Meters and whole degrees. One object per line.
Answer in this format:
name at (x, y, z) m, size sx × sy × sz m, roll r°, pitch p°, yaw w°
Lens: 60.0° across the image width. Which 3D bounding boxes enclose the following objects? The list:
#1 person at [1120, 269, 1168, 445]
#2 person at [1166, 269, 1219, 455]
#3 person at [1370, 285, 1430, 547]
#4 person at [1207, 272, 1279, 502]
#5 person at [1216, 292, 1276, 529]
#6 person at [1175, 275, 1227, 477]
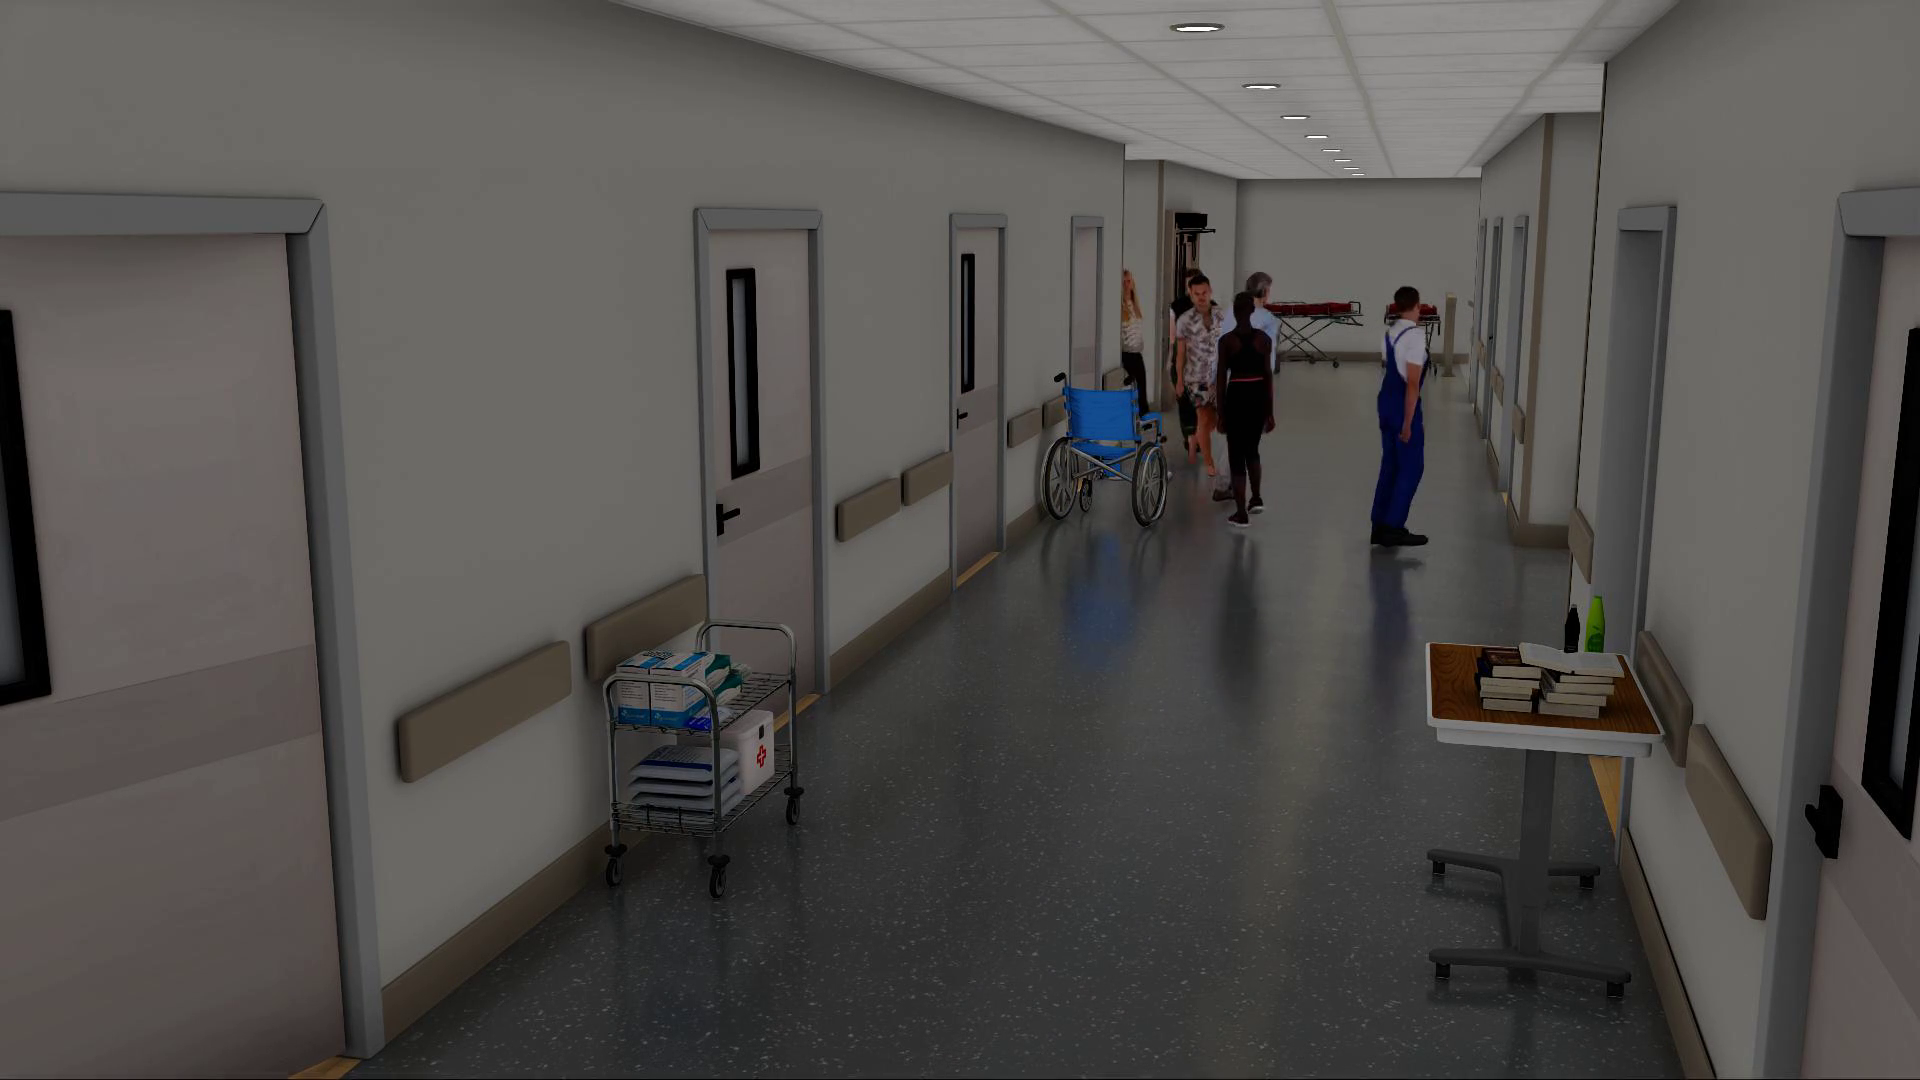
person at (1.554, -1.763, 16.561) m, size 1.187 × 1.771 × 1.169 m, roll -9°, pitch 14°, yaw -38°
person at (2.232, -1.715, 16.232) m, size 0.937 × 1.796 × 1.085 m, roll -3°, pitch 11°, yaw -14°
person at (3.049, -0.848, 11.644) m, size 0.983 × 1.807 × 0.861 m, roll -1°, pitch 11°, yaw -5°
person at (2.226, -1.224, 13.516) m, size 0.915 × 1.847 × 0.985 m, roll 9°, pitch 14°, yaw 40°
person at (2.156, -0.966, 12.444) m, size 0.726 × 1.739 × 0.788 m, roll -1°, pitch 11°, yaw -7°
person at (2.196, -1.488, 15.101) m, size 1.018 × 1.775 × 1.164 m, roll -3°, pitch 11°, yaw -18°
